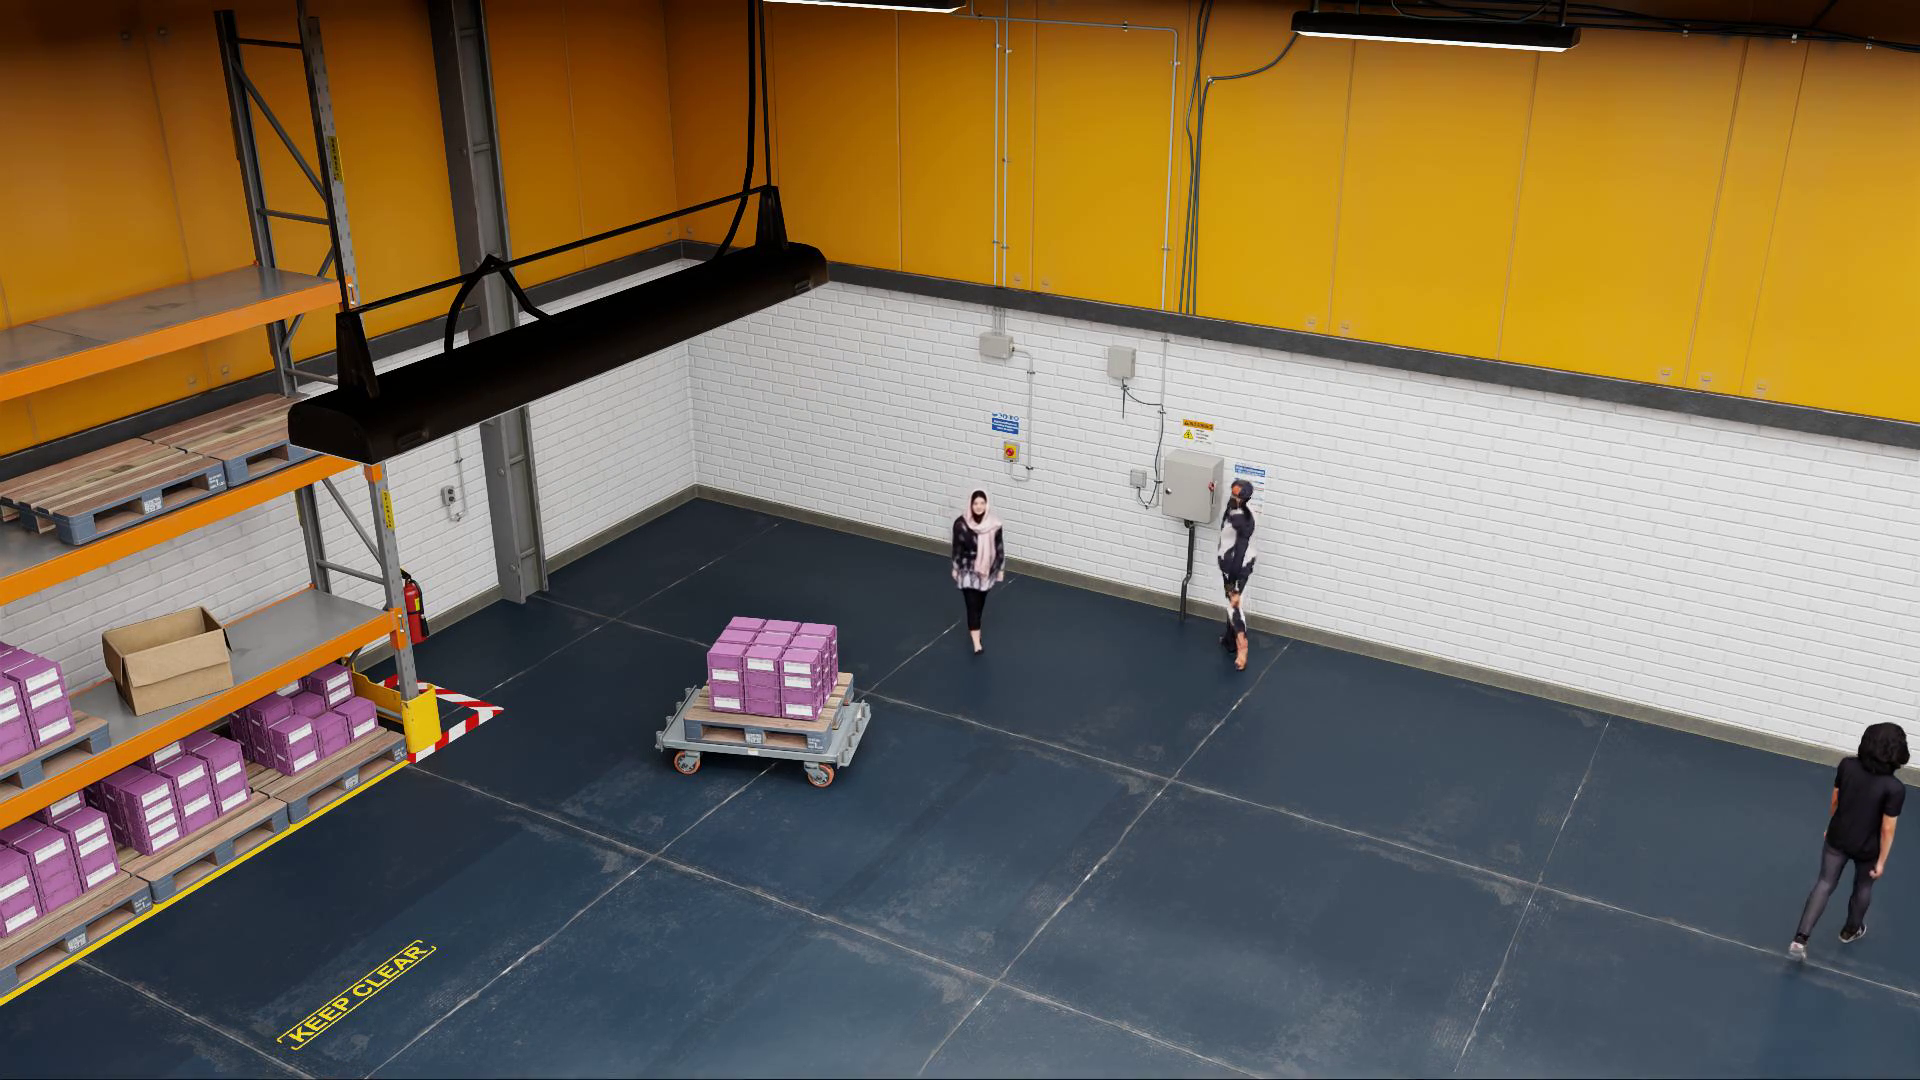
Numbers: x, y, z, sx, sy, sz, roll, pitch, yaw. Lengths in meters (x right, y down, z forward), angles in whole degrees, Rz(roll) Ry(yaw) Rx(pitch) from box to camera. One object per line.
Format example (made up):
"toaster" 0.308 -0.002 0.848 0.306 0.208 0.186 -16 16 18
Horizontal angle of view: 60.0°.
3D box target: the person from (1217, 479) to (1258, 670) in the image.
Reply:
"person" 2.574 0.229 15.468 0.980 1.863 0.813 5 24 11

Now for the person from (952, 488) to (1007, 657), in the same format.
"person" 0.156 0.241 15.770 1.038 1.598 1.140 -4 24 -8

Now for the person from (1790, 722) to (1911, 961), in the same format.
"person" 6.039 2.074 11.327 1.174 1.798 0.885 -19 30 -36
